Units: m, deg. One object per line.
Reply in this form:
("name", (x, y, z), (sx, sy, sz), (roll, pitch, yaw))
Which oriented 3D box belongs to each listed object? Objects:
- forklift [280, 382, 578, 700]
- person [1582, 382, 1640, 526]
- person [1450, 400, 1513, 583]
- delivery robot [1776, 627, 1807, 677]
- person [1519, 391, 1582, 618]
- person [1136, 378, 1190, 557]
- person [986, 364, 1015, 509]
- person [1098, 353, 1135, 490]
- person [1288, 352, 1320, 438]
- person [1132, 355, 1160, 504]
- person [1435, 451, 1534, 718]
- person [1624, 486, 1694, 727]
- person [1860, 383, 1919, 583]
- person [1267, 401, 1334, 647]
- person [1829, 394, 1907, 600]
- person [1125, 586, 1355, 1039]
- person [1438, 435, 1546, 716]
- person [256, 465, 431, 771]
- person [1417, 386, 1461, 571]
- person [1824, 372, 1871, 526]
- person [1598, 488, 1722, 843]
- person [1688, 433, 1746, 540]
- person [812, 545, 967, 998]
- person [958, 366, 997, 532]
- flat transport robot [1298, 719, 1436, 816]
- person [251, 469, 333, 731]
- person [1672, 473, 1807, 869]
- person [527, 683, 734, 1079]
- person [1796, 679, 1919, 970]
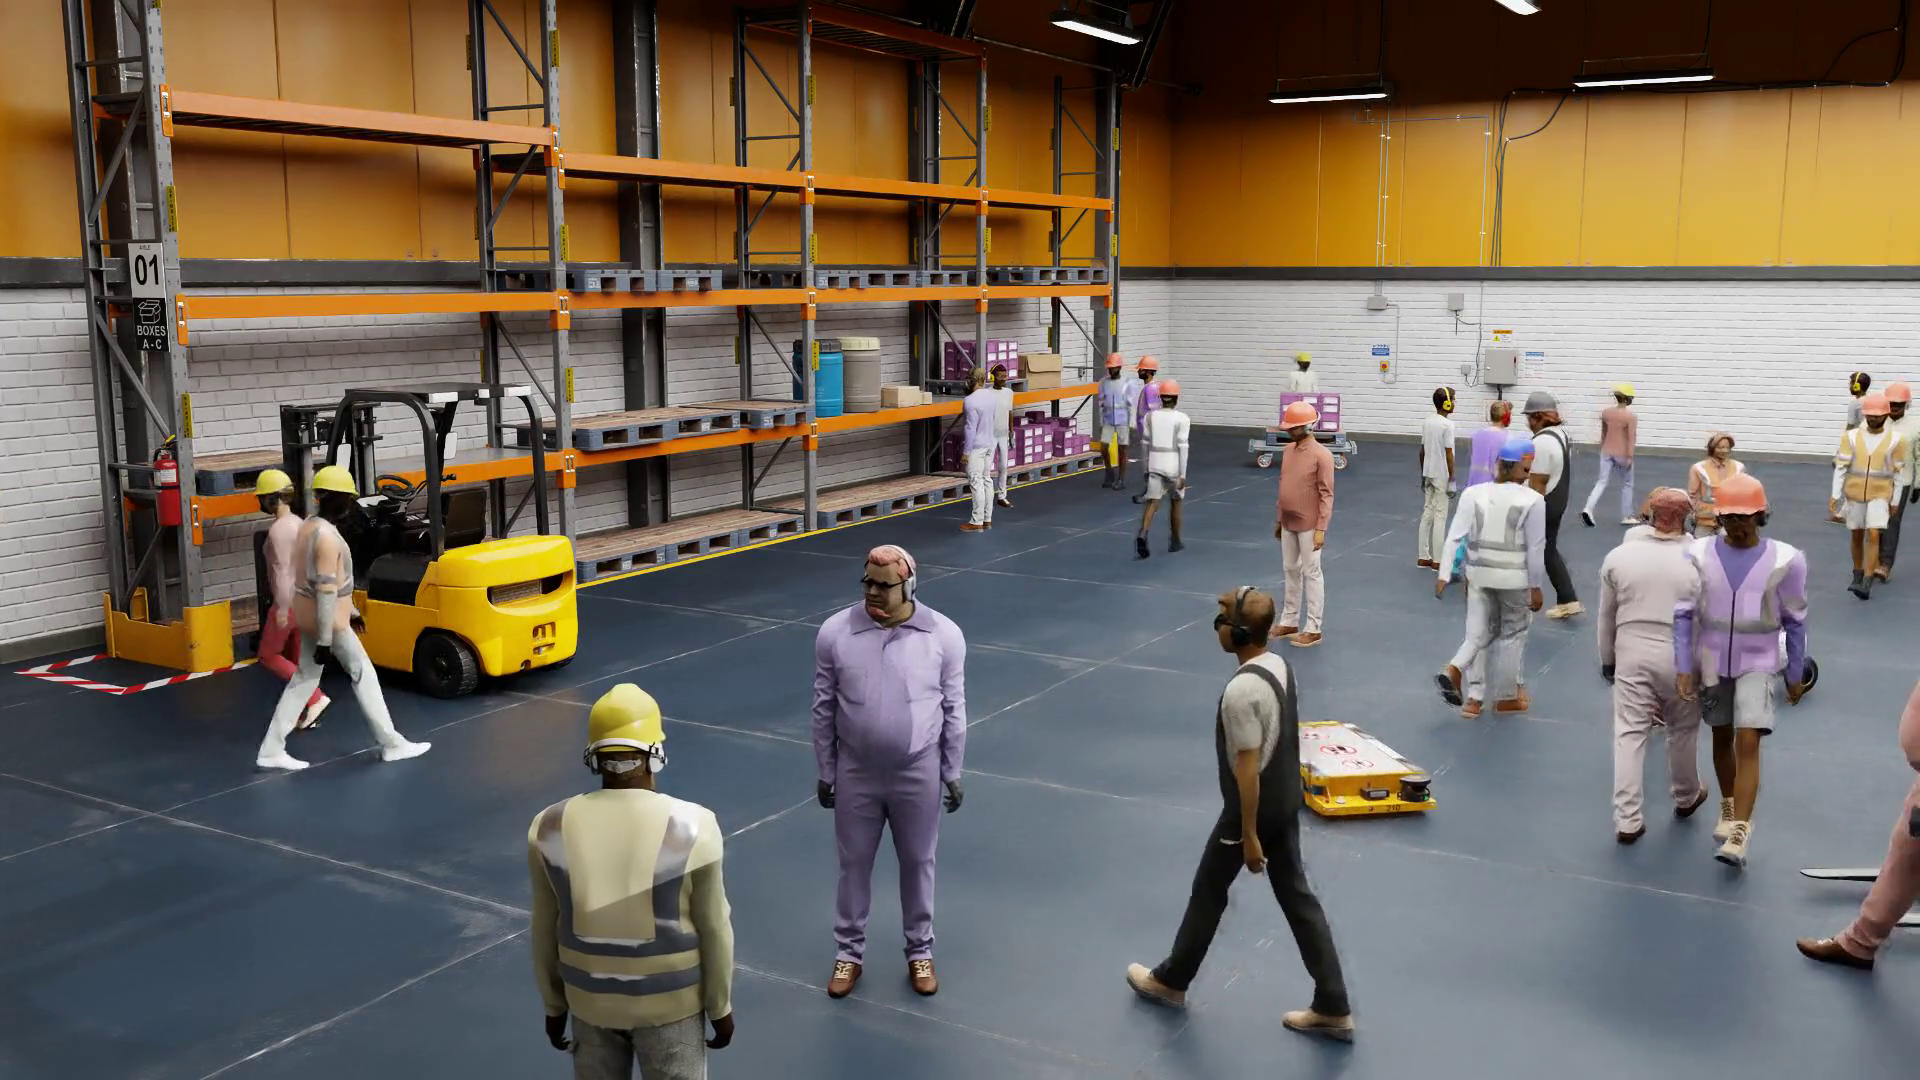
("forklift", (-3.974, -0.067, 12.417), (2.313, 2.155, 1.214), (5, 11, 30))
("person", (7.785, -1.018, 19.785), (0.820, 1.735, 0.531), (-6, 11, -32))
("person", (5.132, -0.461, 16.142), (0.987, 1.794, 0.591), (-4, 10, -23))
("delivery robot", (5.729, 0.772, 11.987), (0.707, 0.478, 0.477), (-3, 10, -20))
("person", (5.019, -0.312, 14.421), (0.834, 2.000, 0.692), (7, 11, 36))
("person", (2.155, -0.768, 17.730), (0.553, 1.906, 0.899), (5, 10, 29))
("person", (0.477, -1.324, 21.318), (0.512, 1.860, 0.317), (-5, 11, -31))
("person", (2.167, -1.635, 23.070), (0.562, 1.922, 0.432), (4, 10, 23))
("person", (5.690, -2.255, 27.547), (0.535, 1.719, 0.904), (-6, 11, -32))
("person", (2.446, -1.441, 21.777), (0.347, 1.943, 0.544), (1, 9, 6))
("person", (3.605, 0.258, 11.414), (0.763, 1.874, 0.614), (1, 9, 5))
("person", (4.583, 0.452, 10.916), (0.362, 1.619, 0.511), (-6, 11, -35))
("person", (9.135, -0.573, 16.390), (0.629, 1.941, 1.053), (7, 11, 37))
("person", (2.754, -0.132, 13.475), (0.393, 1.985, 0.611), (-5, 10, -26))
("person", (8.409, -0.400, 15.436), (0.567, 1.890, 0.980), (7, 11, 37))
("person", (1.169, 1.067, 6.623), (0.964, 1.791, 0.517), (7, 11, 37))
("person", (3.626, 0.257, 11.233), (0.625, 1.931, 0.621), (-5, 10, -29))
("person", (-3.824, 0.480, 10.075), (0.988, 1.863, 0.575), (-7, 11, -36))
("person", (4.862, -0.621, 16.880), (0.335, 1.873, 0.521), (-3, 10, -18))
("person", (10.601, -1.065, 19.748), (0.575, 1.862, 0.560), (-6, 11, -33))
("person", (3.801, 0.646, 8.964), (0.674, 1.863, 0.932), (7, 11, 36))
("person", (6.656, -0.127, 14.584), (0.545, 1.604, 0.794), (0, 9, 3))
("person", (-0.294, 0.959, 6.921), (0.643, 1.905, 0.400), (0, 9, 0))
("person", (0.200, -1.058, 19.400), (0.369, 1.939, 0.631), (4, 10, 26))
("flat transport robot", (2.188, 1.308, 9.817), (0.652, 0.197, 1.431), (-2, 9, -10))
("person", (-4.381, 0.410, 10.816), (0.377, 1.744, 0.544), (-1, 9, -6))
("person", (3.939, 0.659, 8.497), (0.618, 1.988, 1.040), (6, 11, 35))
("person", (-0.952, 1.326, 4.887), (0.595, 1.825, 0.403), (1, 9, 8))
("person", (4.068, 0.990, 6.875), (0.921, 1.862, 0.667), (5, 11, 30))
